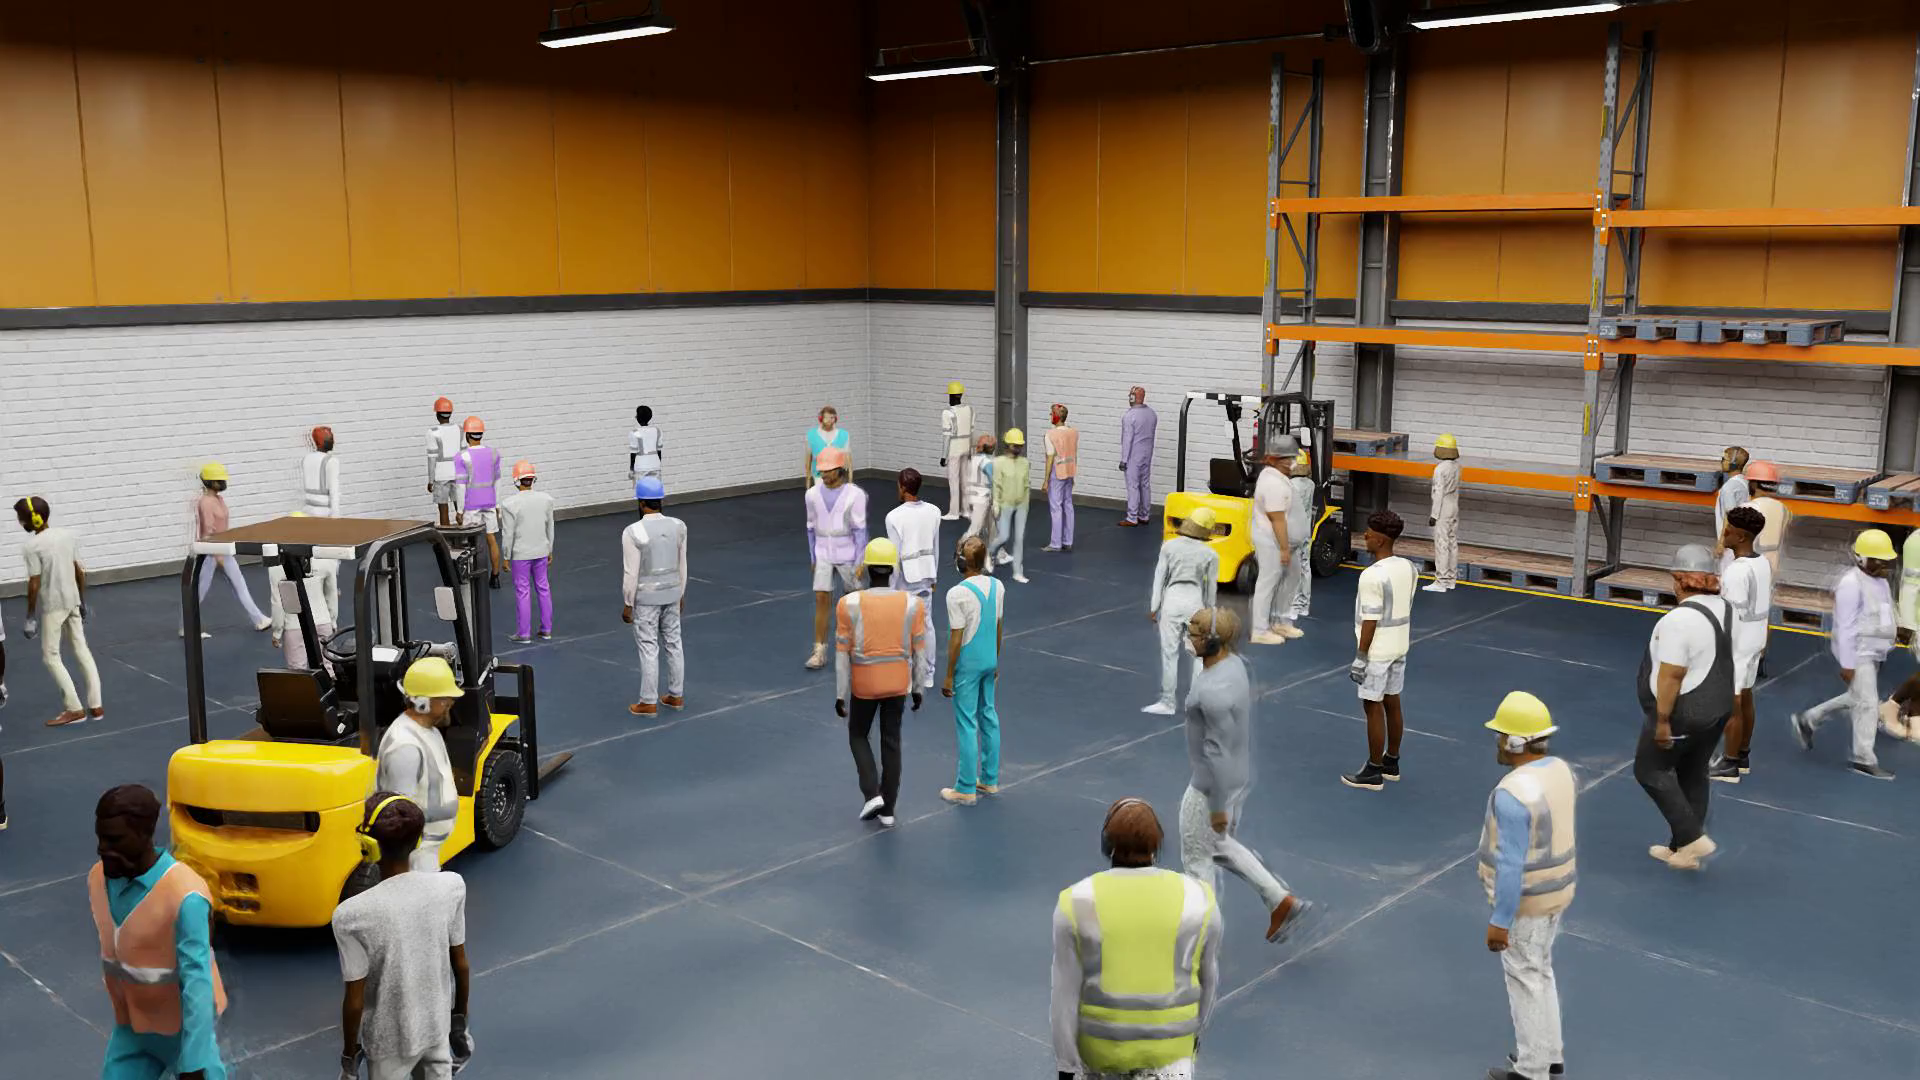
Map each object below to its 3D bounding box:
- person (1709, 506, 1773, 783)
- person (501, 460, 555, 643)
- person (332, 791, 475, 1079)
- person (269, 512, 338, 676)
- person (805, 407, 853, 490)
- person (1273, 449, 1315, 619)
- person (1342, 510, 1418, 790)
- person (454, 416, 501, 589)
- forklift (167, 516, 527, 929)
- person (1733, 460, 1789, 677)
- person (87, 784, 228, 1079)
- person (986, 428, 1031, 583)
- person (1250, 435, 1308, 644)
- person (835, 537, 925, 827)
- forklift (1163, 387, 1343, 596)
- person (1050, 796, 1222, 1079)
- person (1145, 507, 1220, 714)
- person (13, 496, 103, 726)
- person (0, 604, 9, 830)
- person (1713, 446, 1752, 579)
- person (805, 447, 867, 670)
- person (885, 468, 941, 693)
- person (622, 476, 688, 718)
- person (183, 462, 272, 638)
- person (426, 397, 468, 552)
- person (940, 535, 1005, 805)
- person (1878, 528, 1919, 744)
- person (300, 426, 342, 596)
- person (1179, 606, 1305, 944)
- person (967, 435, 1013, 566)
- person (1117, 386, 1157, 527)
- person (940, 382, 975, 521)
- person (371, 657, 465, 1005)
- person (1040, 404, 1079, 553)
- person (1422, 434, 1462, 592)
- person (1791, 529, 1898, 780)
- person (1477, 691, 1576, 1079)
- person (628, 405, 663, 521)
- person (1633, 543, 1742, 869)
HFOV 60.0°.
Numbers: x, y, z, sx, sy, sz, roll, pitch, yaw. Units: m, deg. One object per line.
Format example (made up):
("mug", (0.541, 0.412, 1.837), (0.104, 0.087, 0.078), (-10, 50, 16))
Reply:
("person", (5.502, 0.731, 11.790), (0.365, 1.966, 0.608), (9, 13, 42))
("person", (-4.149, 0.108, 15.945), (0.329, 1.751, 0.566), (9, 13, 42))
("person", (-1.992, 1.801, 5.962), (0.326, 1.876, 0.520), (9, 13, 42))
("person", (-5.025, 0.662, 12.758), (0.313, 1.768, 0.527), (9, 13, 42))
("person", (-1.658, -0.798, 21.023), (0.580, 1.798, 1.019), (-2, 10, -13))
("person", (3.407, -0.066, 16.967), (0.295, 1.744, 0.488), (9, 13, 42))
("person", (2.937, 0.760, 11.626), (0.365, 1.966, 0.608), (9, 13, 42))
("person", (-5.304, -0.393, 18.278), (0.359, 1.938, 0.547), (9, 13, 42))
("forklift", (-3.583, 0.976, 9.748), (1.214, 2.155, 2.313), (2, 10, 11))
("person", (6.973, 0.255, 14.636), (0.565, 1.917, 0.437), (-4, 11, -20))
("person", (-2.922, 1.774, 6.158), (0.608, 1.872, 1.003), (5, 11, 25))
("person", (0.561, -0.403, 18.839), (0.538, 1.751, 0.559), (-6, 12, -32))
("person", (3.087, -0.008, 15.787), (0.658, 2.000, 0.717), (2, 10, 11))
("person", (-0.523, 0.929, 10.826), (0.606, 1.908, 0.420), (-3, 10, -15))
("forklift", (3.298, -0.608, 18.767), (1.214, 2.155, 2.313), (9, 13, 42))
("person", (0.633, 1.831, 6.067), (0.609, 1.790, 0.988), (0, 10, 2))
("person", (1.792, 0.576, 13.452), (0.621, 1.699, 0.349), (1, 10, 5))
("person", (-7.120, 0.557, 13.174), (0.443, 1.836, 0.581), (2, 10, 11))
("person", (-6.415, 0.937, 10.624), (0.365, 1.965, 0.608), (9, 13, 42))
("person", (7.548, -0.002, 16.312), (0.343, 1.846, 0.507), (9, 13, 42))
("person", (-1.116, 0.134, 15.128), (0.629, 1.992, 1.053), (3, 10, 17))
("person", (-0.404, 0.342, 14.149), (0.390, 1.919, 0.591), (9, 13, 42))
("person", (-2.462, 0.456, 13.409), (0.389, 1.948, 0.607), (9, 13, 42))
("person", (-7.107, 0.108, 16.065), (0.932, 1.710, 0.533), (0, 10, -3))
("person", (-6.347, -0.796, 20.568), (0.359, 1.938, 0.547), (9, 13, 42))
("person", (0.081, 0.877, 11.307), (0.343, 1.846, 0.507), (9, 13, 42))
("person", (7.294, 0.574, 12.499), (0.621, 2.027, 0.430), (-8, 13, -37))
("person", (-6.832, -0.293, 17.894), (0.580, 1.868, 0.406), (5, 11, 28))
("person", (1.425, 1.288, 8.735), (0.676, 1.925, 0.626), (3, 11, 19))
("person", (0.357, -0.430, 19.456), (0.842, 1.598, 0.508), (-3, 10, -15))
("person", (2.382, -1.132, 22.576), (0.408, 1.908, 0.644), (9, 13, 42))
("person", (-0.051, -1.233, 23.086), (0.368, 1.927, 0.589), (9, 13, 42))
("person", (-2.625, 1.458, 8.109), (0.471, 1.806, 0.647), (-1, 10, -7))
("person", (1.246, -0.760, 20.612), (0.387, 1.849, 0.566), (9, 13, 42))
("person", (5.319, -0.303, 18.317), (0.295, 1.744, 0.488), (9, 13, 42))
("person", (6.410, 0.787, 11.972), (0.599, 1.804, 0.702), (-10, 14, -44))
("person", (2.520, 1.578, 7.446), (0.457, 1.811, 0.606), (8, 13, 40))
("person", (-4.173, -0.942, 22.081), (0.318, 1.700, 0.537), (9, 13, 42))
("person", (4.387, 0.997, 10.070), (0.692, 2.000, 0.565), (-6, 12, -32))
